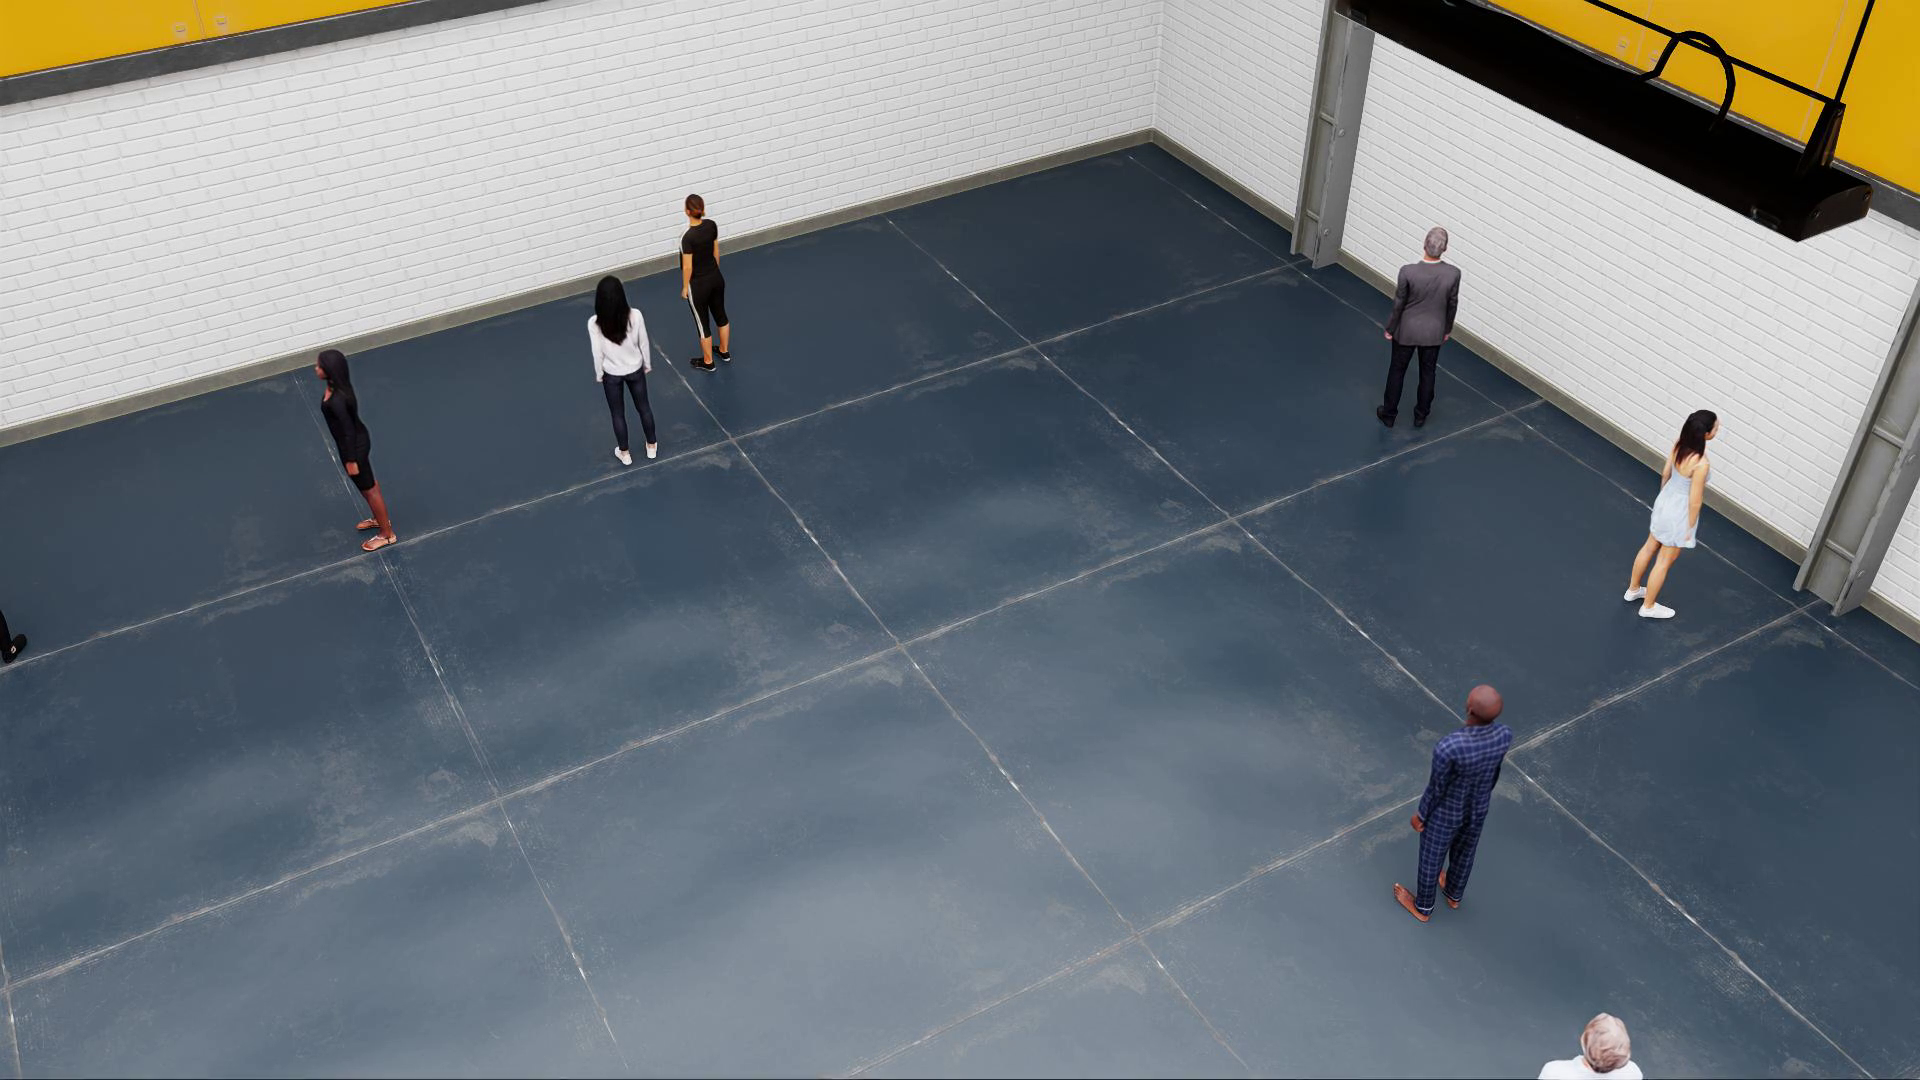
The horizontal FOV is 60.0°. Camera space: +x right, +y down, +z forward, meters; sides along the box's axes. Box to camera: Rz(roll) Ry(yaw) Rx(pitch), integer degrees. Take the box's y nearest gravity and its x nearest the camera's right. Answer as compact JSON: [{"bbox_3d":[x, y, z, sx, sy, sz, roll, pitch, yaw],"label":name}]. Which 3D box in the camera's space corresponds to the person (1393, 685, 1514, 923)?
[{"bbox_3d":[2.900,1.527,9.668,0.684,1.819,0.636,-14,41,-17],"label":"person"}]

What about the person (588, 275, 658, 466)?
[{"bbox_3d":[-2.715,-1.366,13.385,0.639,1.700,0.583,-14,41,-17],"label":"person"}]

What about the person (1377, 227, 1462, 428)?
[{"bbox_3d":[3.802,-1.755,13.758,0.813,1.842,0.813,2,39,2],"label":"person"}]

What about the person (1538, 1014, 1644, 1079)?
[{"bbox_3d":[2.903,2.879,7.965,0.732,1.832,0.724,-2,39,-2],"label":"person"}]

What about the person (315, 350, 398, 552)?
[{"bbox_3d":[-4.576,-0.692,12.525,0.701,1.720,0.490,-14,41,-17],"label":"person"}]

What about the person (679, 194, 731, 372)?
[{"bbox_3d":[-2.235,-2.264,14.535,0.641,1.669,0.651,26,46,29],"label":"person"}]

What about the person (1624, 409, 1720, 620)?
[{"bbox_3d":[5.107,-0.201,11.903,0.717,1.729,0.584,-5,39,-7],"label":"person"}]
